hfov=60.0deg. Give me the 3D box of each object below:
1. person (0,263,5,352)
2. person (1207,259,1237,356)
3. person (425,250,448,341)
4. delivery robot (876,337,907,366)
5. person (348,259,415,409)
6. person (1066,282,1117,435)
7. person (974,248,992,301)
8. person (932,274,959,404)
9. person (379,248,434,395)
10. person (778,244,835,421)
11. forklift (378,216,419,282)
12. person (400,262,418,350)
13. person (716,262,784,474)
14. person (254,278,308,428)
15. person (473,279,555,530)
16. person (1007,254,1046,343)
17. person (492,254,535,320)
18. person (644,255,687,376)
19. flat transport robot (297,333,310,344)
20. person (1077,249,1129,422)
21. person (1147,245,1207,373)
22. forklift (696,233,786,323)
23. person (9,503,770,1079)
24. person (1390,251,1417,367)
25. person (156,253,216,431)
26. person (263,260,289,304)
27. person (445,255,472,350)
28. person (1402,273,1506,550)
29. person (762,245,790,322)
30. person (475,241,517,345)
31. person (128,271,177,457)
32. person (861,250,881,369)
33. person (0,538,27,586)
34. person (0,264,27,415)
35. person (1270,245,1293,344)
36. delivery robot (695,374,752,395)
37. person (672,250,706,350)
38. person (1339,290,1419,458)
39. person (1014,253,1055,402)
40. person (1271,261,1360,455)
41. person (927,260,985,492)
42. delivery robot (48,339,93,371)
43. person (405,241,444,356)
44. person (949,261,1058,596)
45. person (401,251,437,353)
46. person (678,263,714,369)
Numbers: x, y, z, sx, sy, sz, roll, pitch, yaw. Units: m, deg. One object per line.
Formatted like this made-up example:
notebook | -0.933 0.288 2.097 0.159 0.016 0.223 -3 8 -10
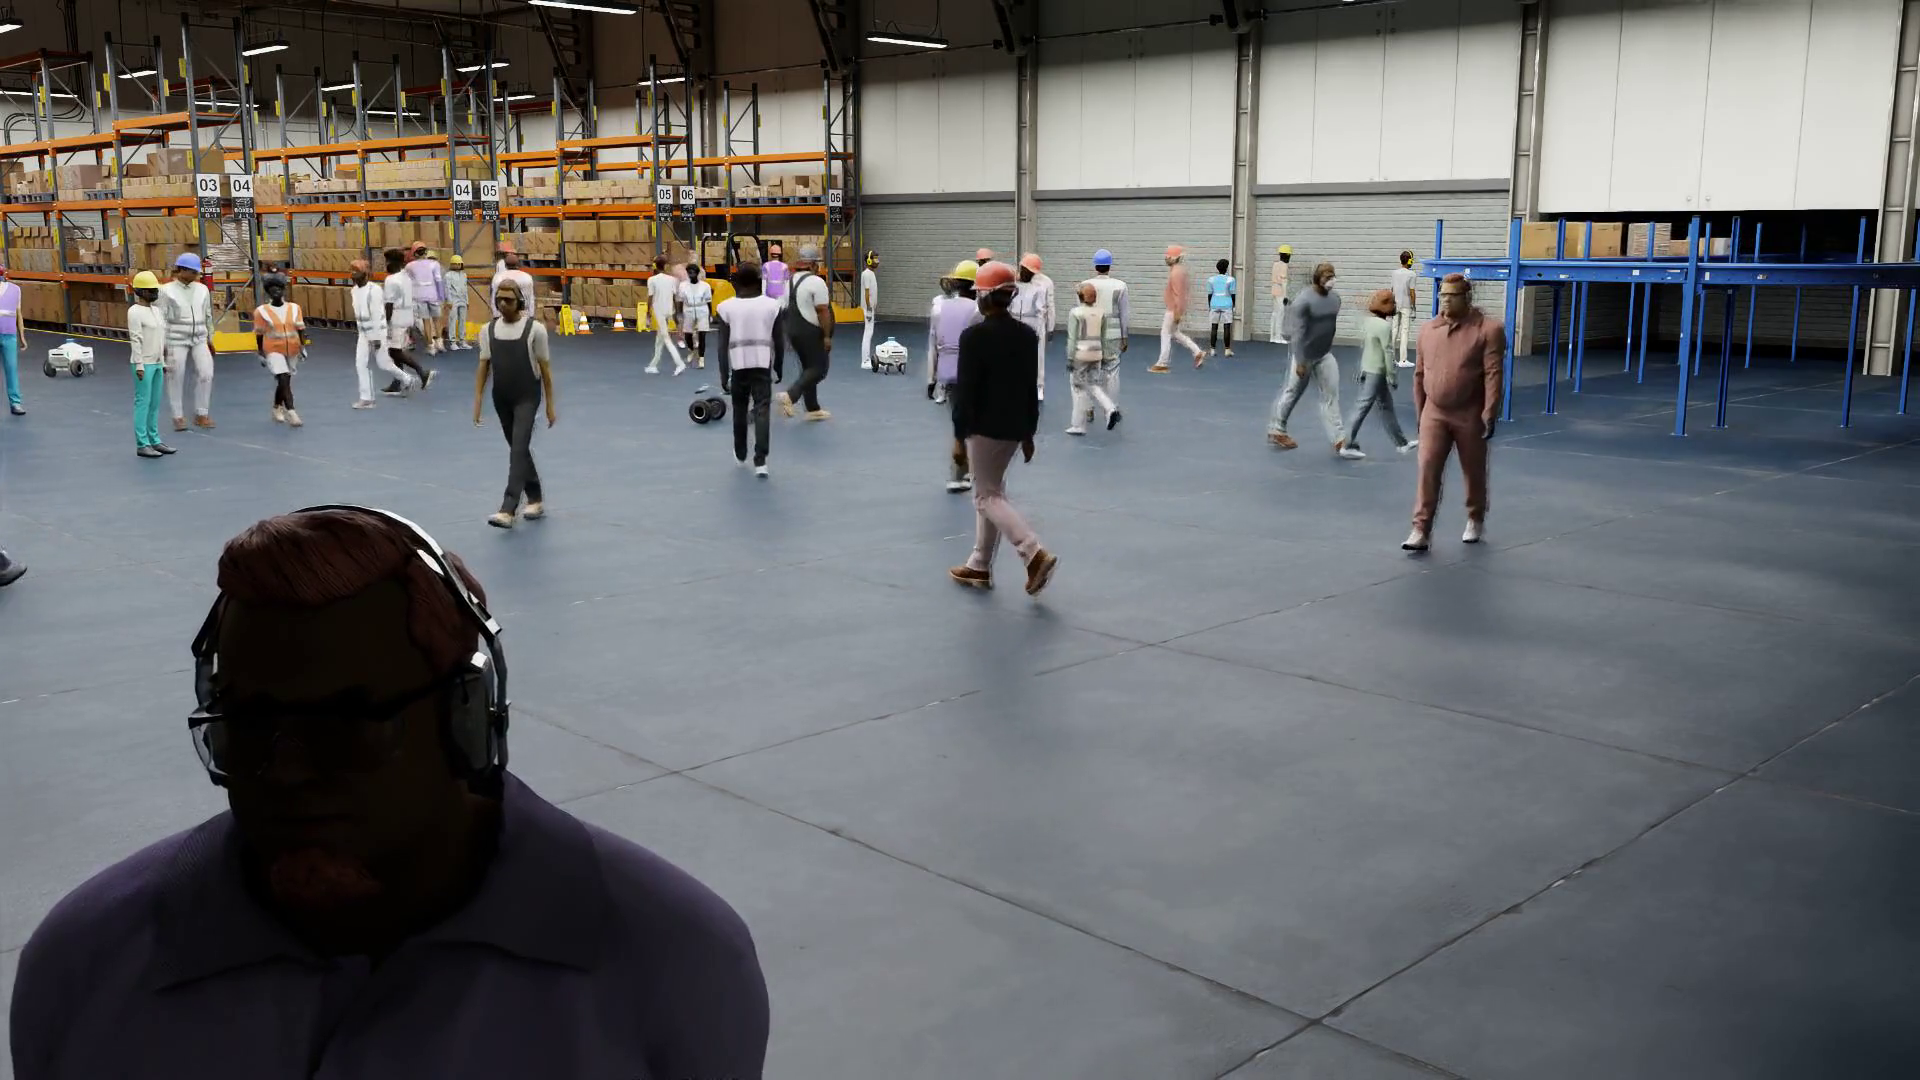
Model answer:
person | -17.558 -4.349 30.020 0.629 1.940 0.379 -9 14 -40
person | 4.592 -4.073 29.177 0.532 1.696 0.319 5 12 25
person | -10.603 -4.904 33.420 0.488 1.796 0.701 8 13 36
delivery robot | -1.061 -2.899 25.753 0.477 0.478 0.707 -3 11 -17
person | -7.184 -2.561 20.576 0.556 1.836 0.824 6 12 28
person | 1.385 -1.914 17.622 0.520 1.624 0.522 -8 13 -37
person | 0.460 -3.668 26.403 0.547 1.910 0.719 -9 14 -40
person | -0.117 -2.565 21.138 0.527 1.621 0.559 4 11 20
person | -7.374 -2.885 22.014 0.735 1.950 0.616 1 10 4
person | -1.767 -2.336 18.883 0.746 2.000 0.693 -8 13 -36
forklift | -17.868 -9.201 54.028 1.873 2.768 1.129 -10 14 -44
person | -10.302 -4.446 31.092 0.527 1.737 0.779 -5 11 -24
person | -1.882 -1.551 14.973 0.598 1.865 1.019 -2 11 -9
person | -7.615 -2.112 18.613 0.877 1.650 0.527 10 15 44
person | -3.275 -1.001 12.160 0.529 1.793 0.959 2 11 12
person | 0.745 -2.529 20.243 0.588 1.887 0.403 2 11 11
person | -6.873 -3.484 25.628 0.631 1.823 0.694 -2 11 -11
person | -4.510 -3.423 25.345 0.997 1.817 0.528 9 13 39
flat transport robot | -13.308 -3.943 32.473 0.652 0.197 1.431 -10 14 -43
person | 1.629 -2.332 18.992 0.605 1.951 0.383 2 11 10
person | 3.374 -3.576 25.725 0.833 1.974 0.624 2 11 13
forklift | -5.496 -6.489 41.108 2.313 2.155 1.214 -10 14 -44
person | -0.471 0.914 1.410 0.640 1.910 0.407 -1 10 -5
person | 7.160 -3.736 26.899 0.318 1.865 0.520 -8 13 -37
person | -8.369 -2.144 18.062 0.713 1.906 0.666 9 13 39
person | -14.573 -5.152 35.348 0.581 1.600 0.515 9 14 41
person | -9.337 -4.424 30.963 0.294 1.744 0.486 6 12 31
person | 3.366 -0.873 11.293 0.651 1.861 0.989 7 13 34
person | -3.698 -4.957 33.433 0.572 1.894 0.962 -1 10 -7
person | -8.433 -4.472 30.512 0.876 2.015 0.606 -3 11 -15
person | -7.785 -1.694 16.011 0.329 1.767 0.528 0 10 0
person | -1.432 -3.684 26.587 0.310 1.868 0.533 0 10 2
person | -5.922 -0.513 9.697 0.534 1.721 0.896 1 10 4
person | -11.349 -2.396 19.626 0.572 1.843 0.373 -10 14 -42
person | 6.292 -4.803 32.535 0.381 1.923 0.591 -2 11 -8
delivery robot | -2.661 -1.777 18.926 0.698 0.223 0.335 3 11 14
person | -5.029 -4.463 30.975 0.650 1.823 1.067 -9 13 -39
person | 4.030 -1.569 15.792 0.867 1.584 0.522 0 10 -1
person | 0.862 -2.708 21.214 0.659 1.883 0.567 2 11 10
person | 3.433 -1.778 16.210 0.645 1.866 1.125 -6 12 -31
person | 0.084 -1.385 13.980 0.611 1.890 0.869 5 12 27
delivery robot | -13.509 -2.811 25.270 0.477 0.478 0.707 0 10 2
person | -9.465 -4.267 29.425 0.625 1.997 0.569 -3 11 -15
person | 0.254 -0.651 9.785 0.873 1.965 0.622 10 14 43
person | -9.920 -4.314 30.146 1.030 1.829 0.588 4 11 19
person | -4.223 -3.598 26.654 0.558 1.671 0.571 -1 10 -3
